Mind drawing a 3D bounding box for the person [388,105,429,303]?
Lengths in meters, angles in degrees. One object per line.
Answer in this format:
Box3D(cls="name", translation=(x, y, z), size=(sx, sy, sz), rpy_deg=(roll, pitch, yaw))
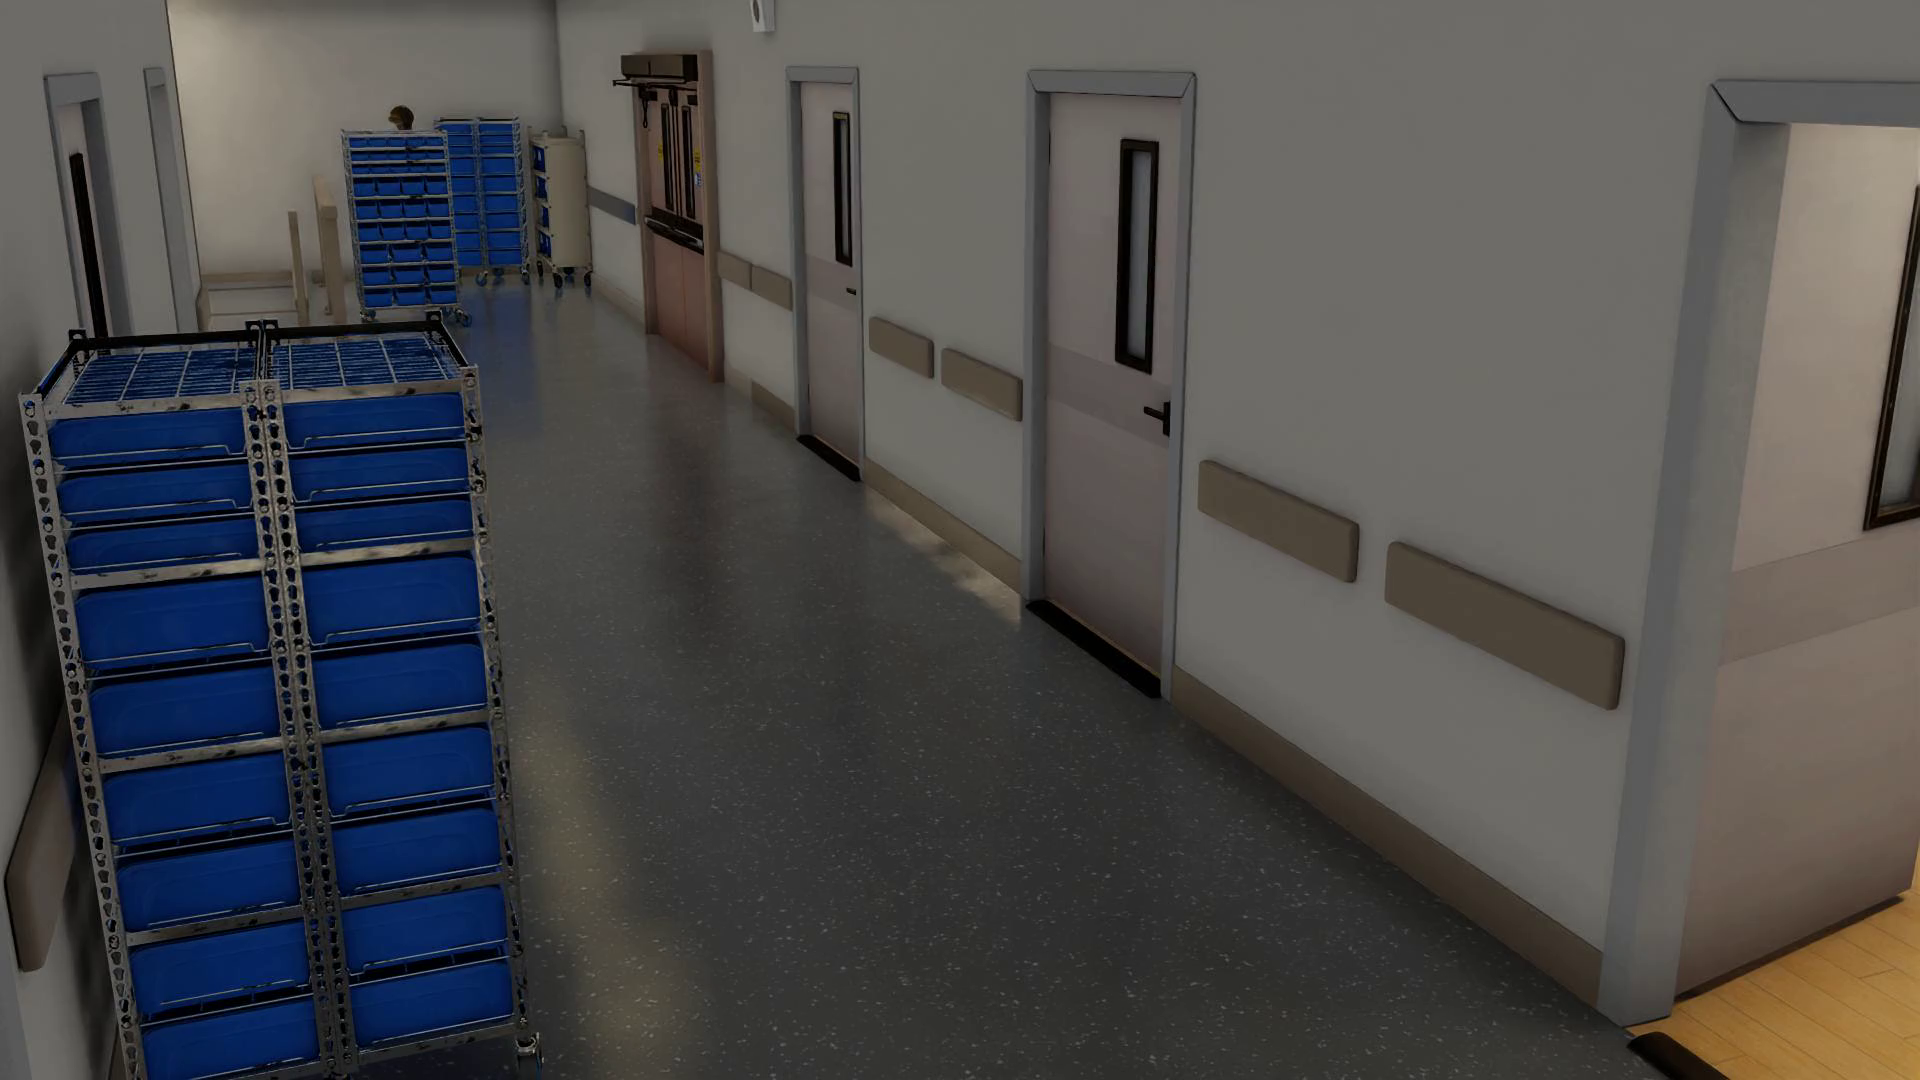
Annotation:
Box3D(cls="person", translation=(-5.479, -3.333, 16.571), size=(0.372, 1.940, 0.630), rpy_deg=(-15, 22, -42))
